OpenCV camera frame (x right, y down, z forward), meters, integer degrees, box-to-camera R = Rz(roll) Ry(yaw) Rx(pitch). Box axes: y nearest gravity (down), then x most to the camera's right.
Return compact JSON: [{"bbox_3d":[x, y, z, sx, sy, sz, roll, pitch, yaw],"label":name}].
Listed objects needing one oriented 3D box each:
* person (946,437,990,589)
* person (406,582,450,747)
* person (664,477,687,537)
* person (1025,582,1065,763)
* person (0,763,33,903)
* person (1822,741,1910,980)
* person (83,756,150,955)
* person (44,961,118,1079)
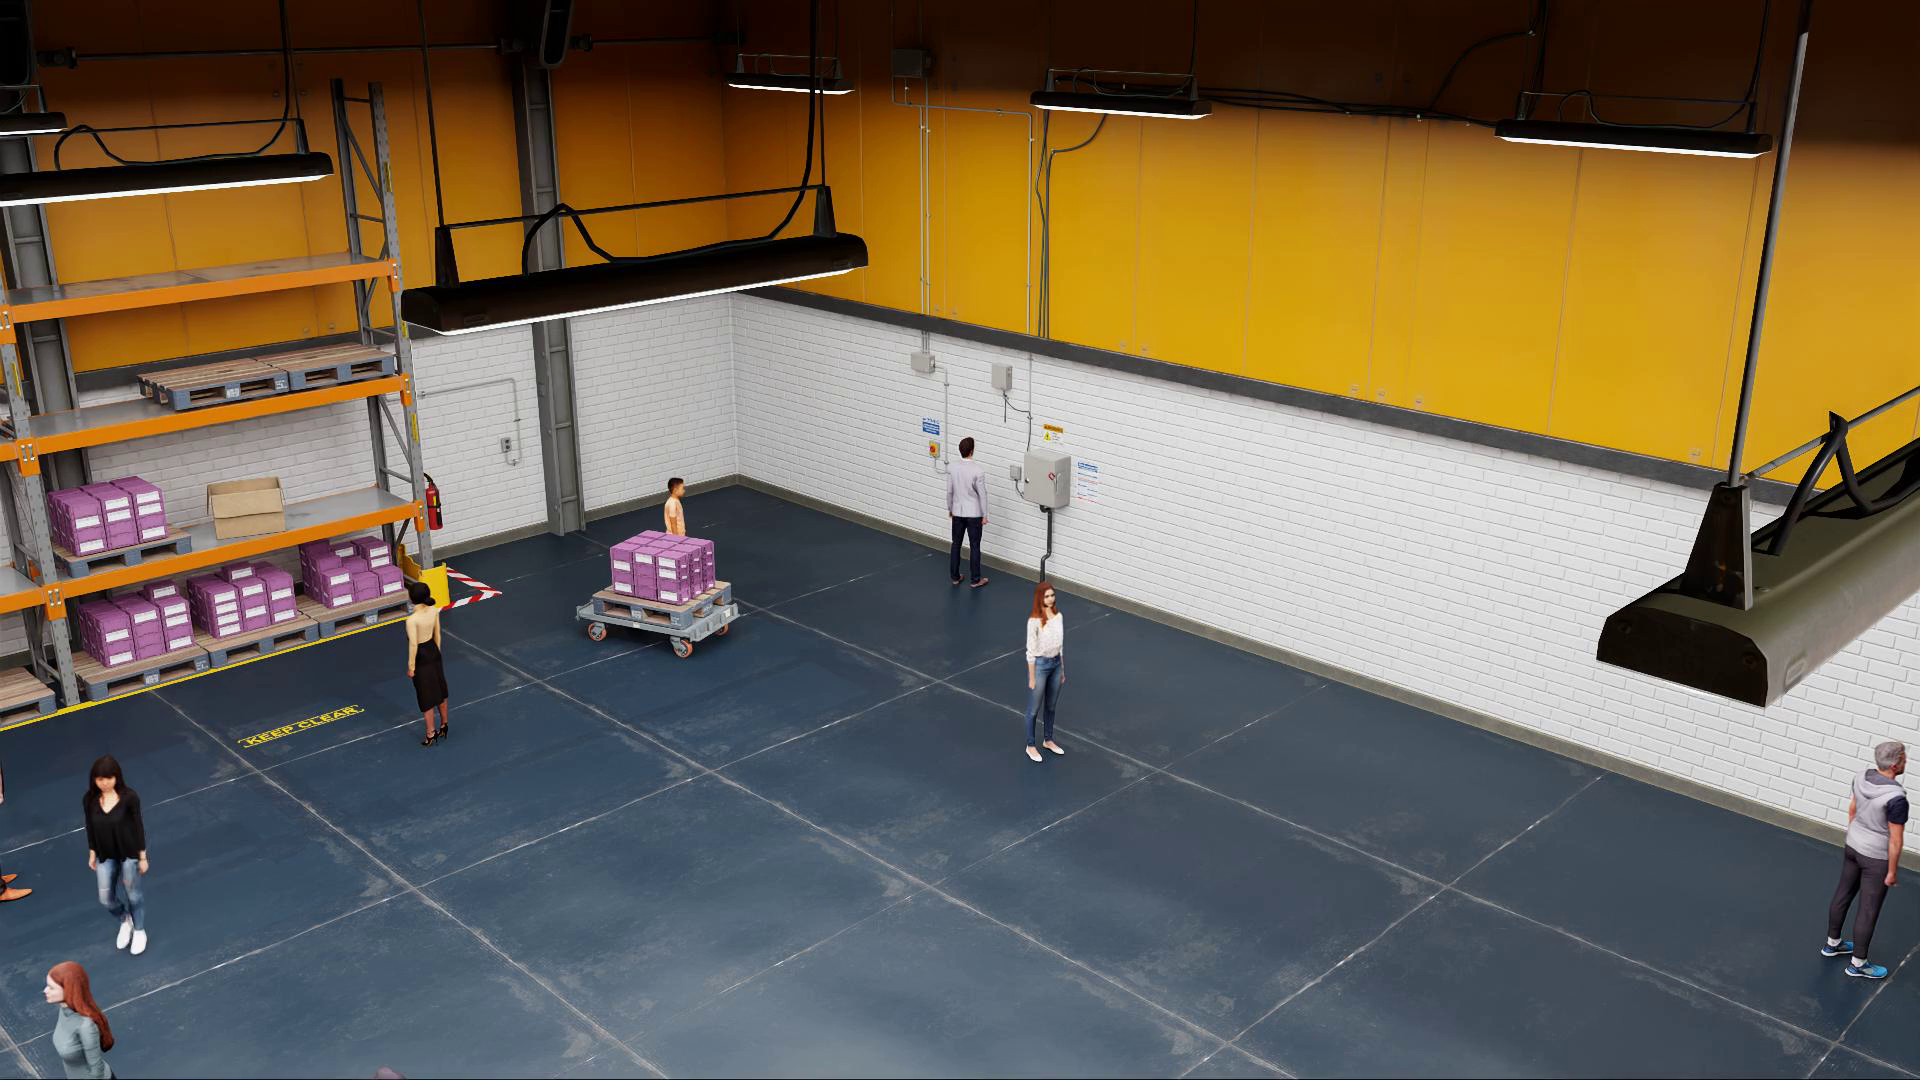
[{"bbox_3d":[0.080,-0.346,20.156,0.746,1.851,0.686,9,21,25],"label":"person"},{"bbox_3d":[-5.117,1.177,15.947,0.705,1.652,0.586,8,20,23],"label":"person"},{"bbox_3d":[-3.413,-0.038,19.863,0.649,1.454,0.600,-1,19,-4],"label":"person"},{"bbox_3d":[0.795,1.219,15.704,0.502,1.728,0.667,-13,22,-33],"label":"person"},{"bbox_3d":[-7.829,2.010,13.228,0.583,1.808,0.675,-16,25,-40],"label":"person"},{"bbox_3d":[6.707,2.320,12.276,0.788,1.829,0.762,-2,19,-6],"label":"person"},{"bbox_3d":[-6.332,2.326,12.564,0.675,1.633,0.757,-3,19,-9],"label":"person"},{"bbox_3d":[-5.071,3.224,9.727,0.562,1.742,0.594,-14,23,-37],"label":"person"}]
